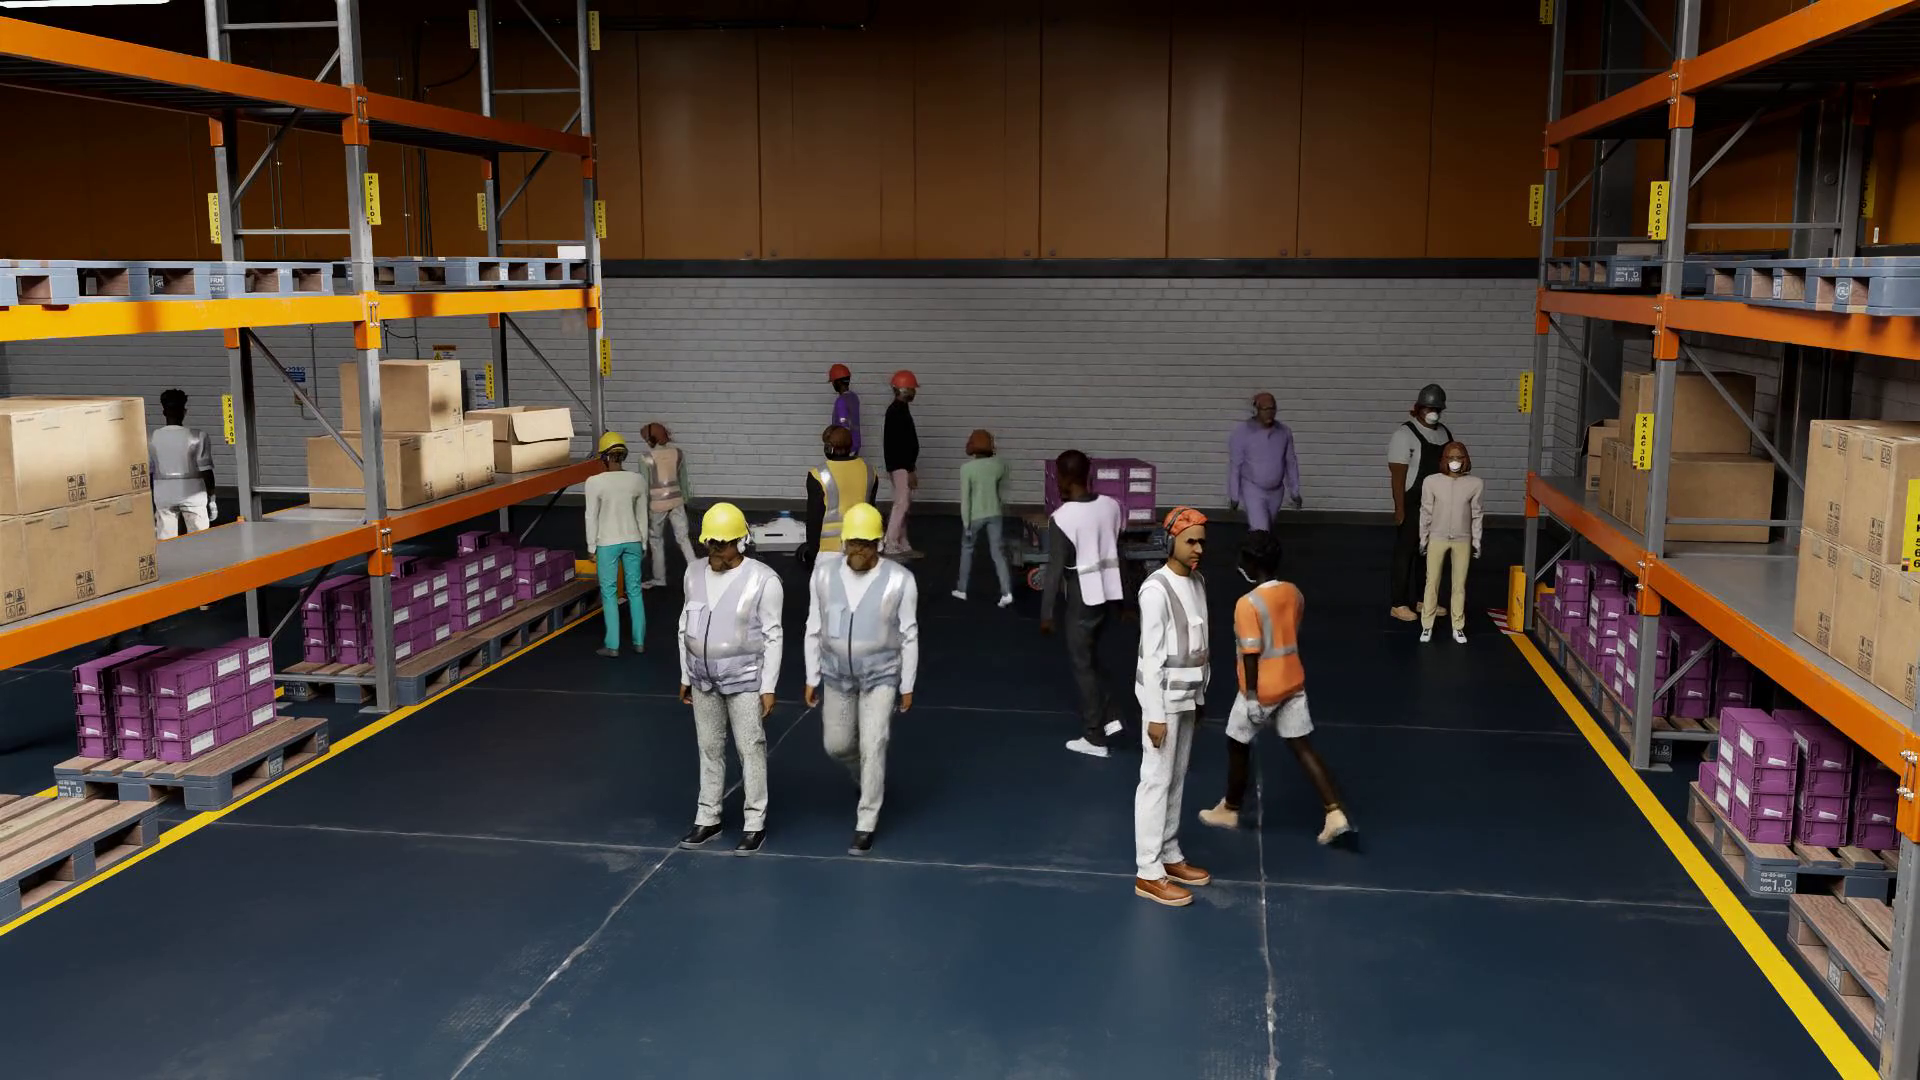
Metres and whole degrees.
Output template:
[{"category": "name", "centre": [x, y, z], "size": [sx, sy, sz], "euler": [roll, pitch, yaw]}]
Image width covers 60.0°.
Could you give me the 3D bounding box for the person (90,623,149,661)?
[{"category": "person", "centre": [-6.600, -0.052, 12.990], "size": [0.559, 1.908, 0.786], "euler": [1, 9, 5]}]

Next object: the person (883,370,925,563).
[{"category": "person", "centre": [-0.587, -0.757, 17.089], "size": [0.402, 1.994, 0.625], "euler": [-2, 9, -13]}]

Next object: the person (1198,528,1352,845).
[{"category": "person", "centre": [1.662, 0.767, 8.669], "size": [0.542, 1.658, 0.857], "euler": [-9, 13, -43]}]

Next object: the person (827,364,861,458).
[{"category": "person", "centre": [-1.338, -1.056, 19.112], "size": [0.385, 1.927, 0.545], "euler": [2, 9, 13]}]

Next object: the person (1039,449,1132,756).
[{"category": "person", "centre": [0.778, 0.390, 10.275], "size": [0.455, 1.895, 0.638], "euler": [8, 12, 42]}]

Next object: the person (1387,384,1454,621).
[{"category": "person", "centre": [4.018, -0.329, 14.279], "size": [0.686, 2.000, 0.535], "euler": [-6, 11, -32]}]

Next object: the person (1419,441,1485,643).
[{"category": "person", "centre": [3.943, 0.020, 13.377], "size": [0.497, 1.634, 0.279], "euler": [2, 9, 11]}]

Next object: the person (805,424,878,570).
[{"category": "person", "centre": [-0.921, 0.045, 12.582], "size": [0.627, 1.845, 0.429], "euler": [-8, 12, -41]}]

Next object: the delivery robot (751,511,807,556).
[{"category": "delivery robot", "centre": [-1.763, -0.048, 16.825], "size": [0.707, 0.478, 0.477], "euler": [-1, 9, -7]}]

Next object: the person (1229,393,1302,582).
[{"category": "person", "centre": [2.857, -0.462, 15.678], "size": [0.659, 1.865, 0.986], "euler": [-3, 10, -21]}]

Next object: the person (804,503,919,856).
[{"category": "person", "centre": [-0.500, 0.686, 8.704], "size": [0.603, 1.812, 0.690], "euler": [2, 9, 13]}]

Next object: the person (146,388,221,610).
[{"category": "person", "centre": [-6.847, -0.348, 14.621], "size": [0.600, 1.967, 0.368], "euler": [-2, 9, -11]}]

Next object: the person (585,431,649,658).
[{"category": "person", "centre": [-2.670, 0.034, 12.948], "size": [0.530, 1.753, 0.377], "euler": [-7, 12, -39]}]

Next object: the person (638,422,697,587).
[{"category": "person", "centre": [-2.711, -0.302, 15.482], "size": [0.538, 1.601, 0.786], "euler": [-7, 11, -36]}]

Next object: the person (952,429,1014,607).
[{"category": "person", "centre": [0.215, -0.201, 14.898], "size": [0.491, 1.590, 0.855], "euler": [-4, 10, -23]}]

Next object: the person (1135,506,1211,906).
[{"category": "person", "centre": [1.027, 0.775, 7.954], "size": [0.360, 1.882, 0.575], "euler": [5, 10, 28]}]

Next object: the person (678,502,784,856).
[{"category": "person", "centre": [-1.198, 0.708, 8.536], "size": [0.588, 1.828, 0.403], "euler": [4, 10, 23]}]
